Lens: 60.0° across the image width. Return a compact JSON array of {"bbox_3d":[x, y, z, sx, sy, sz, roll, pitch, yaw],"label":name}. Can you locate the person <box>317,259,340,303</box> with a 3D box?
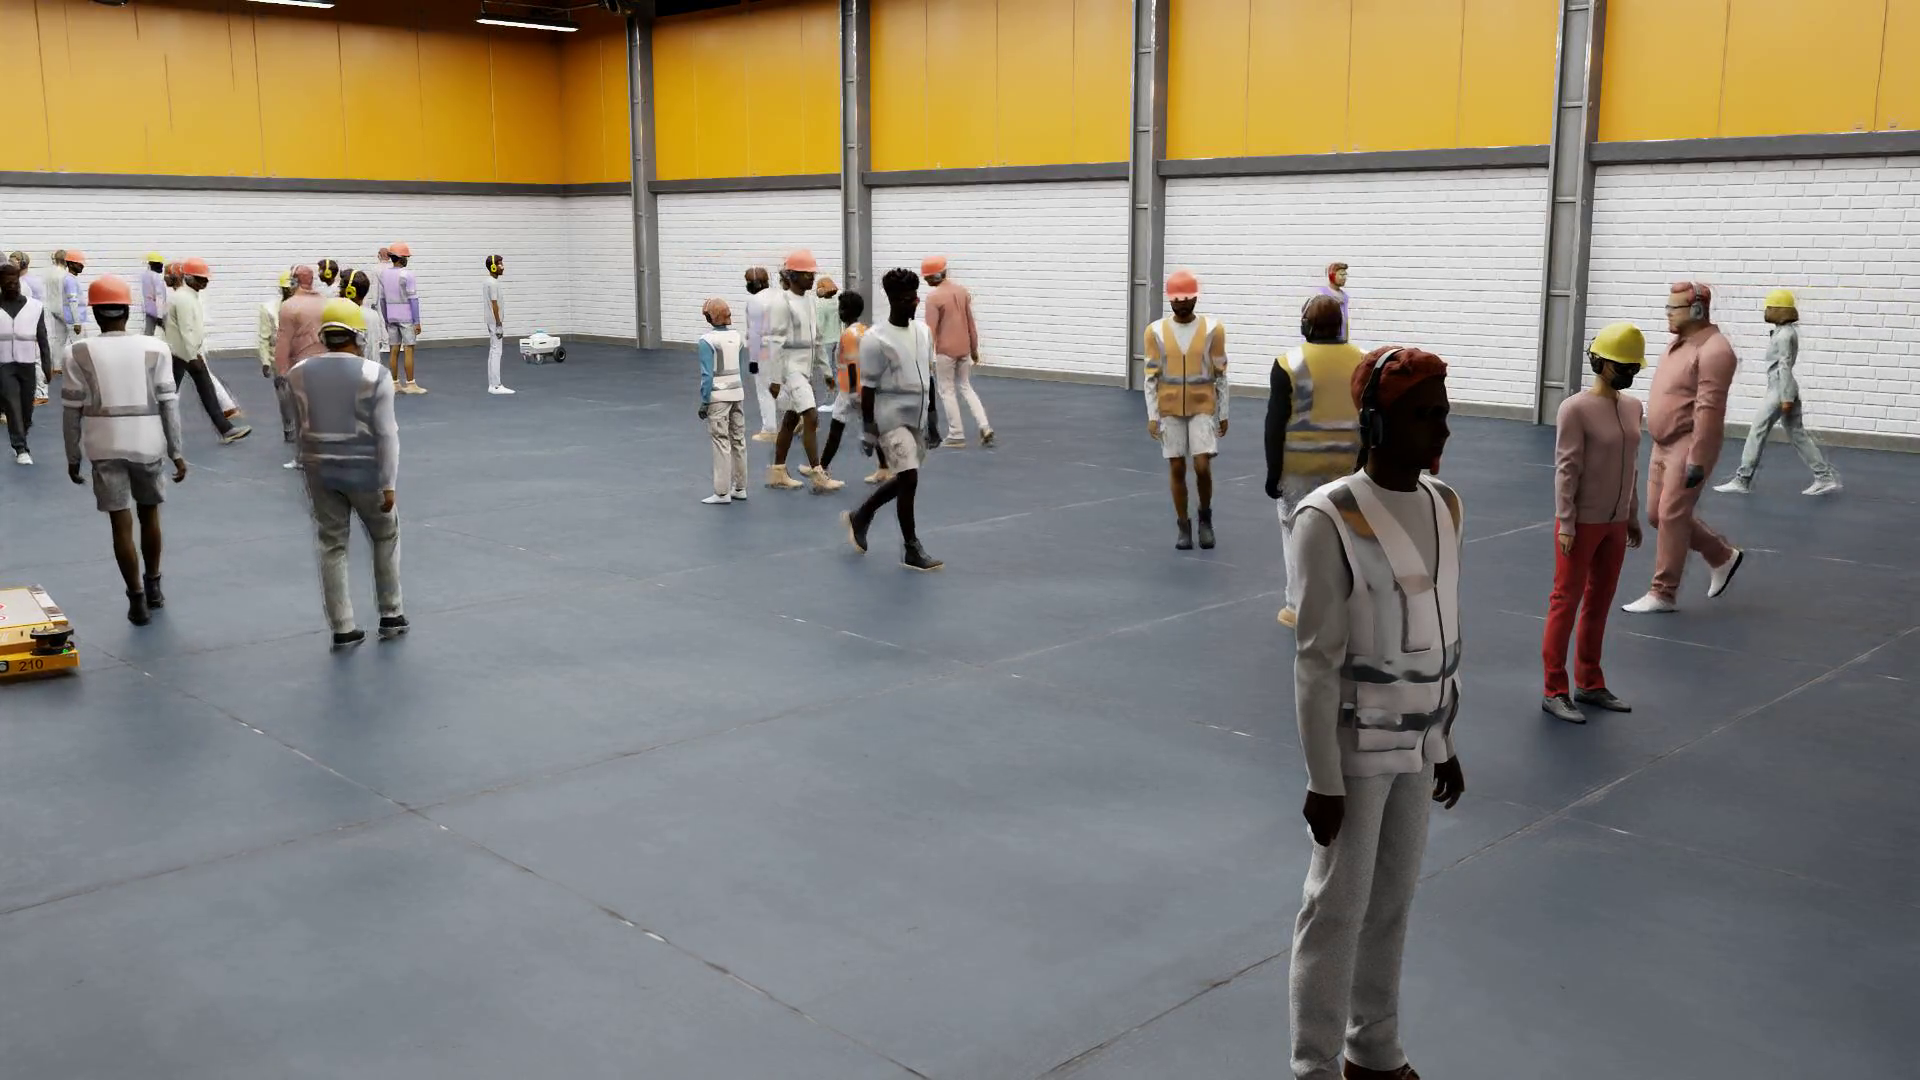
[{"bbox_3d":[-7.402,-2.417,19.826,0.526,1.857,0.545,-1,10,-6],"label":"person"}]

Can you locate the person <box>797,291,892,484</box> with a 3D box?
[{"bbox_3d":[-0.966,-1.300,14.273,0.856,1.650,0.550,3,11,18],"label":"person"}]

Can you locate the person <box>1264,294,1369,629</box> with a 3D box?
[{"bbox_3d":[1.926,-0.389,8.869,0.628,1.826,0.564,-3,11,-14],"label":"person"}]

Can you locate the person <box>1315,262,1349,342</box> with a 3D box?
[{"bbox_3d":[4.146,-2.175,18.562,0.451,1.830,0.603,9,14,42],"label":"person"}]

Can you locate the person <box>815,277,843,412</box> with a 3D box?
[{"bbox_3d":[-1.598,-2.369,20.174,0.289,1.633,0.497,6,12,29],"label":"person"}]

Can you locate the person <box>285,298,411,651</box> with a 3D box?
[{"bbox_3d":[-3.165,-0.355,8.704,0.596,1.804,0.679,0,10,1],"label":"person"}]

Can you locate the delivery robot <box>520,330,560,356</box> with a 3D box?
[{"bbox_3d":[-7.022,-3.275,27.803,0.477,0.478,0.707,5,12,27],"label":"delivery robot"}]

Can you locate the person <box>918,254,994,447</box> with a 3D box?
[{"bbox_3d":[-0.053,-1.887,16.701,0.710,1.944,0.674,8,13,38],"label":"person"}]

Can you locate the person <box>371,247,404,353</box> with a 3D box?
[{"bbox_3d":[-10.431,-4.362,30.296,0.404,1.911,0.636,10,14,44],"label":"person"}]

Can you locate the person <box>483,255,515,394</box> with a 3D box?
[{"bbox_3d":[-6.251,-2.906,22.460,0.326,1.871,0.520,-5,11,-24],"label":"person"}]

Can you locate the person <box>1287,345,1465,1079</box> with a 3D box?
[{"bbox_3d":[0.982,0.496,3.874,0.576,1.882,0.355,-10,14,-43],"label":"person"}]

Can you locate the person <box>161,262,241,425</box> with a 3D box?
[{"bbox_3d":[-8.684,-2.208,18.761,0.984,1.842,0.587,0,10,-2],"label":"person"}]

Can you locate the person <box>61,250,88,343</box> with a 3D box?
[{"bbox_3d":[-12.256,-3.056,23.115,0.385,1.929,0.547,-5,12,-27],"label":"person"}]

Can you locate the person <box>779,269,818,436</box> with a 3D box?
[{"bbox_3d":[-1.752,-2.017,17.777,0.649,1.805,0.653,4,11,23],"label":"person"}]

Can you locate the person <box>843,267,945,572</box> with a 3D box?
[{"bbox_3d":[-0.440,-0.789,10.736,0.857,1.942,0.613,8,13,36],"label":"person"}]

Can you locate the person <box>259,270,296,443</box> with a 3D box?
[{"bbox_3d":[-6.757,-1.831,16.825,0.590,1.794,0.916,-4,11,-21],"label":"person"}]

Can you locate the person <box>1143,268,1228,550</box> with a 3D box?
[{"bbox_3d":[1.521,-0.869,11.242,0.566,1.909,0.480,2,11,12],"label":"person"}]

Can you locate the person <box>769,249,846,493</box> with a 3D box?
[{"bbox_3d":[-1.229,-1.387,13.772,0.908,2.006,0.620,4,11,21],"label":"person"}]

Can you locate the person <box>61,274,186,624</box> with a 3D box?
[{"bbox_3d":[-4.686,-0.516,9.302,0.579,1.909,0.806,-6,12,-32],"label":"person"}]

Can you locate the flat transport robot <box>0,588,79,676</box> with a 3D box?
[{"bbox_3d":[-4.970,0.457,8.481,0.652,0.197,1.431,-7,13,-35],"label":"flat transport robot"}]

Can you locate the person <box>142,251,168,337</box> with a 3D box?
[{"bbox_3d":[-12.891,-3.677,26.608,0.585,1.891,0.955,8,13,36],"label":"person"}]

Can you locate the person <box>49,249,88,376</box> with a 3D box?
[{"bbox_3d":[-13.527,-3.449,25.289,0.697,1.913,0.670,-9,14,-42],"label":"person"}]

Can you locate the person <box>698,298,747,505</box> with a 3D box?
[{"bbox_3d":[-1.890,-1.097,13.232,0.315,1.636,0.515,6,12,29],"label":"person"}]

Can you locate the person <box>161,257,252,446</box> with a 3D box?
[{"bbox_3d":[-7.805,-1.892,16.837,1.066,1.907,0.610,-1,10,-7],"label":"person"}]

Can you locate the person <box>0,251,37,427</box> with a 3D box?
[{"bbox_3d":[-10.713,-2.286,18.608,0.695,2.000,1.040,-7,12,-33],"label":"person"}]

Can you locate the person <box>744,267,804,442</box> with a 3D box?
[{"bbox_3d":[-1.948,-1.900,17.144,0.529,1.817,0.643,4,11,19],"label":"person"}]

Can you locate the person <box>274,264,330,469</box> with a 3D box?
[{"bbox_3d":[-5.816,-1.530,14.942,0.836,1.884,0.648,3,11,18],"label":"person"}]

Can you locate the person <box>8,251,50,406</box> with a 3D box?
[{"bbox_3d":[-11.688,-2.639,20.815,0.630,1.940,0.372,8,13,37],"label":"person"}]

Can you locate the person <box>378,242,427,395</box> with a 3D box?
[{"bbox_3d":[-7.449,-2.951,22.231,0.615,2.043,0.373,5,11,24],"label":"person"}]

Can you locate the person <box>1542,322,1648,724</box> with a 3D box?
[{"bbox_3d":[2.829,-0.078,7.345,0.524,1.760,0.326,-6,12,-32],"label":"person"}]

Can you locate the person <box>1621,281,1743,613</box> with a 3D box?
[{"bbox_3d":[4.137,-0.510,9.368,0.658,1.885,0.647,0,10,-1],"label":"person"}]

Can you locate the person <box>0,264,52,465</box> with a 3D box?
[{"bbox_3d":[-8.963,-1.676,15.762,0.593,1.880,0.937,-9,14,-40],"label":"person"}]

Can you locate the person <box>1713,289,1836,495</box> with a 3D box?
[{"bbox_3d":[6.799,-1.208,13.672,0.894,1.701,0.496,6,12,28],"label":"person"}]

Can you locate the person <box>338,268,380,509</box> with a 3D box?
[{"bbox_3d":[-4.697,-1.177,13.018,0.328,1.877,0.510,0,10,2],"label":"person"}]
